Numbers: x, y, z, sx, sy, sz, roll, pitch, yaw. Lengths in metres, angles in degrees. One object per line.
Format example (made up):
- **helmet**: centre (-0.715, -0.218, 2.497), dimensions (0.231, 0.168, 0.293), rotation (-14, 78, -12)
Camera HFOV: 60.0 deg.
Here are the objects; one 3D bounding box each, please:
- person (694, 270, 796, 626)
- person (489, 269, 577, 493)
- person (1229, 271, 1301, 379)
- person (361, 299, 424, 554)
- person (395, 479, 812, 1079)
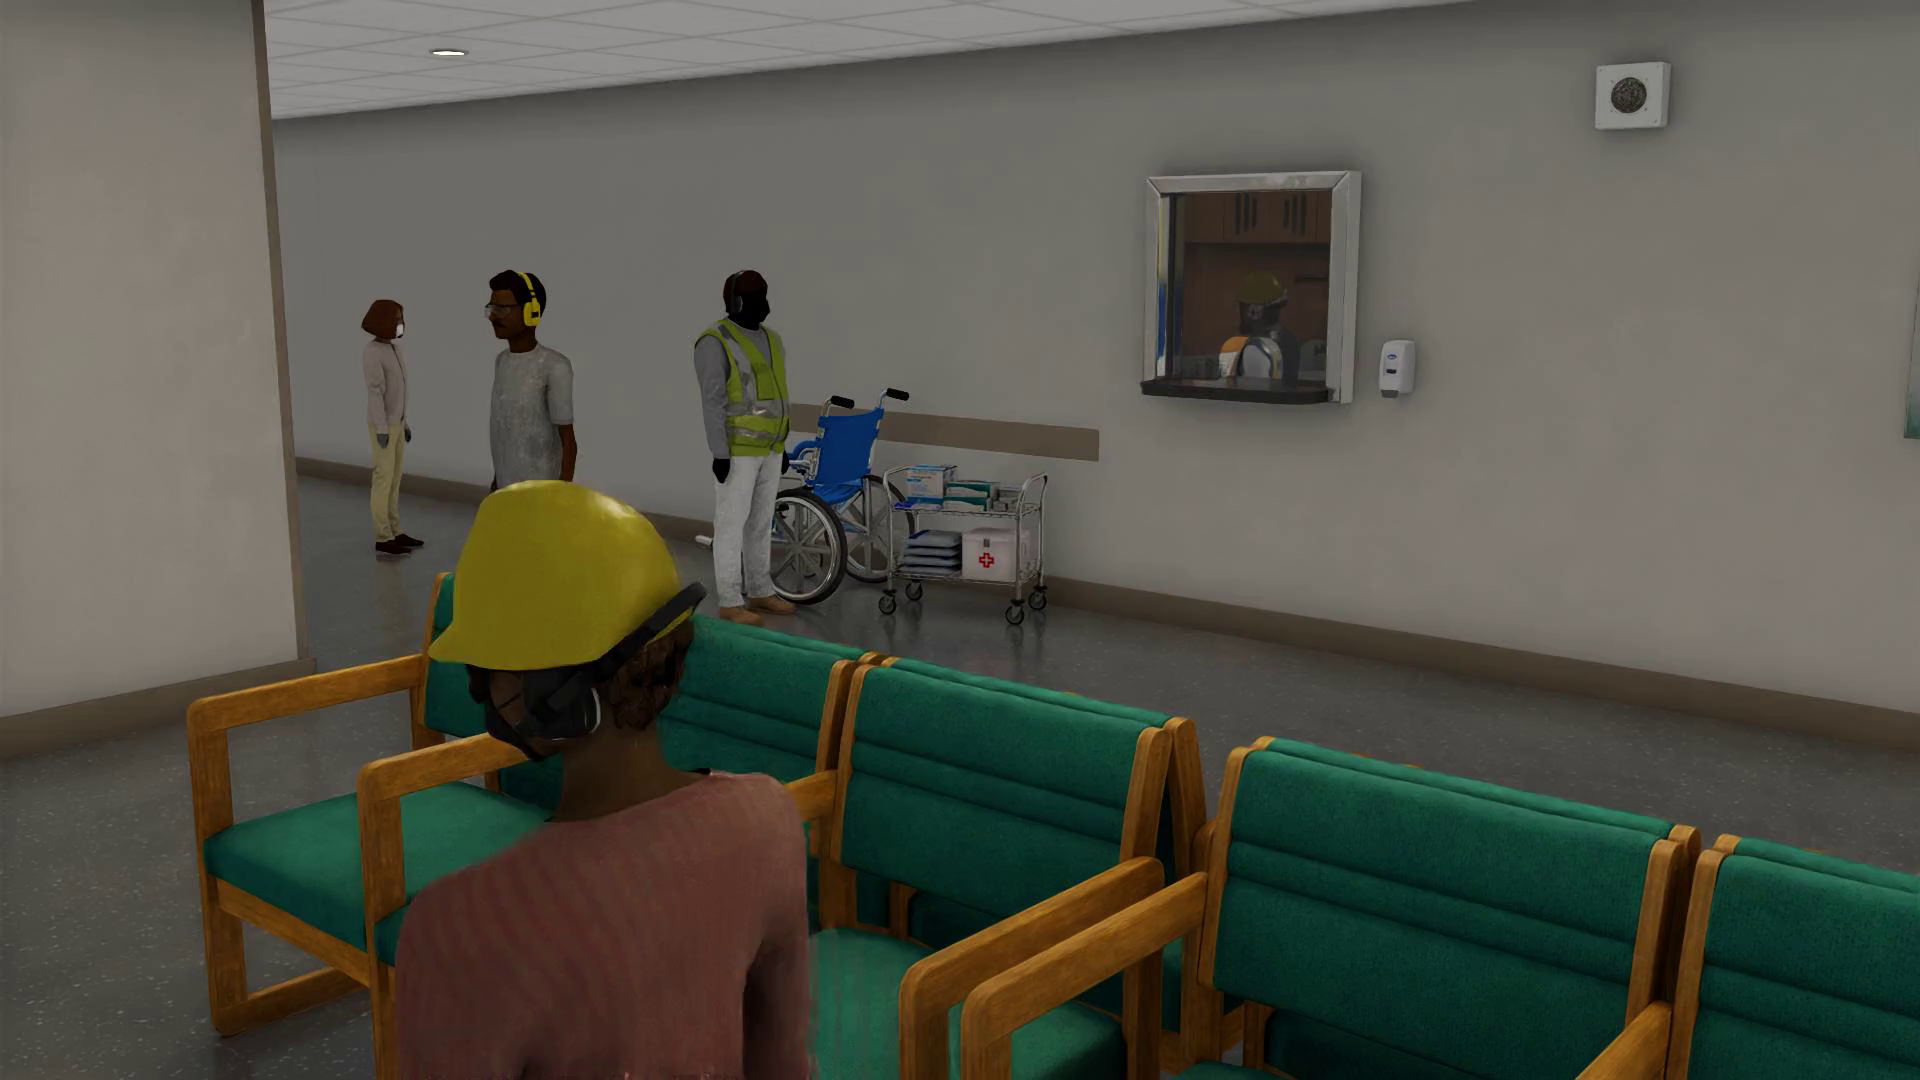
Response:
- **person**: centre (-1.097, -0.479, 8.709), dimensions (0.429, 1.846, 0.627), rotation (5, 11, 28)
- **person**: centre (-1.766, -0.154, 6.789), dimensions (0.518, 1.869, 0.327), rotation (9, 13, 40)
- **person**: centre (1.610, -0.526, 8.996), dimensions (0.403, 1.835, 0.586), rotation (6, 11, 29)
- **person**: centre (-3.678, -0.730, 10.733), dimensions (0.289, 1.633, 0.499), rotation (0, 10, -2)
- **person**: centre (-0.354, 0.806, 1.746), dimensions (0.507, 1.779, 0.521), rotation (6, 12, 31)
